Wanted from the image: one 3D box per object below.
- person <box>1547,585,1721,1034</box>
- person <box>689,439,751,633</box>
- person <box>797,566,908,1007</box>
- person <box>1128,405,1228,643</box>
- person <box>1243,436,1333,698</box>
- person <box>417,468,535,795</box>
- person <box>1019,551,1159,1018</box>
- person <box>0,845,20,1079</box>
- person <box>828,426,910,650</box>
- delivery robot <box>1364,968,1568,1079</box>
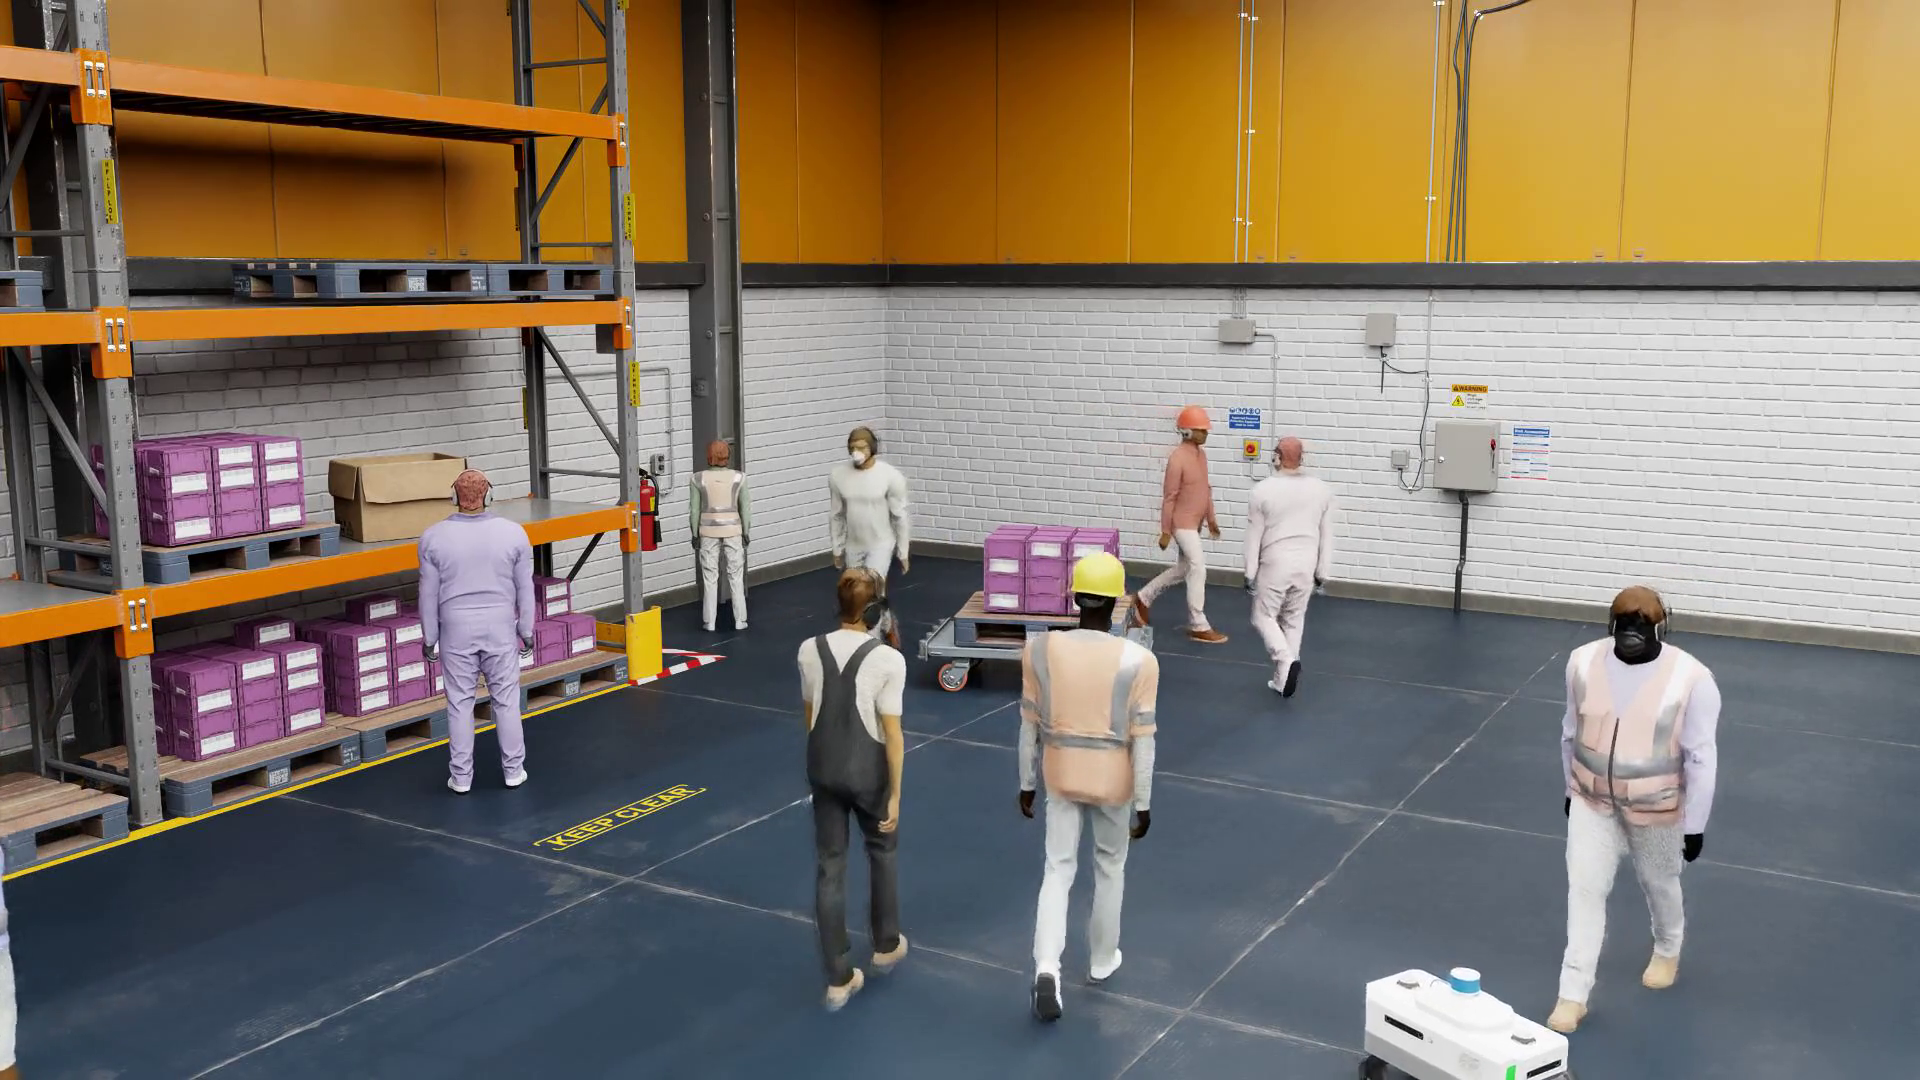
[{"bbox_3d":[2.785,1.053,6.836,0.642,1.801,0.958,8,12,40],"label":"person"},{"bbox_3d":[-2.027,-0.031,14.062,0.515,1.640,0.315,-1,9,-9],"label":"person"},{"bbox_3d":[-0.419,1.002,7.072,0.494,1.807,0.781,3,9,16],"label":"person"},{"bbox_3d":[1.807,-0.148,13.785,0.859,1.970,0.602,4,10,26],"label":"person"},{"bbox_3d":[2.330,0.211,11.773,0.661,1.884,0.637,-2,9,-13],"label":"person"},{"bbox_3d":[-2.817,0.532,9.721,0.654,1.906,0.406,-3,10,-20],"label":"person"},{"bbox_3d":[0.512,0.994,6.859,0.594,1.898,0.828,3,10,17],"label":"person"},{"bbox_3d":[-2.862,1.349,4.619,0.543,1.917,0.692,0,9,-1],"label":"person"},{"bbox_3d":[-0.655,0.050,12.788,0.645,1.907,0.895,4,10,24],"label":"person"},{"bbox_3d":[1.783,1.766,5.912,0.477,0.478,0.707,-6,11,-32],"label":"delivery robot"}]
